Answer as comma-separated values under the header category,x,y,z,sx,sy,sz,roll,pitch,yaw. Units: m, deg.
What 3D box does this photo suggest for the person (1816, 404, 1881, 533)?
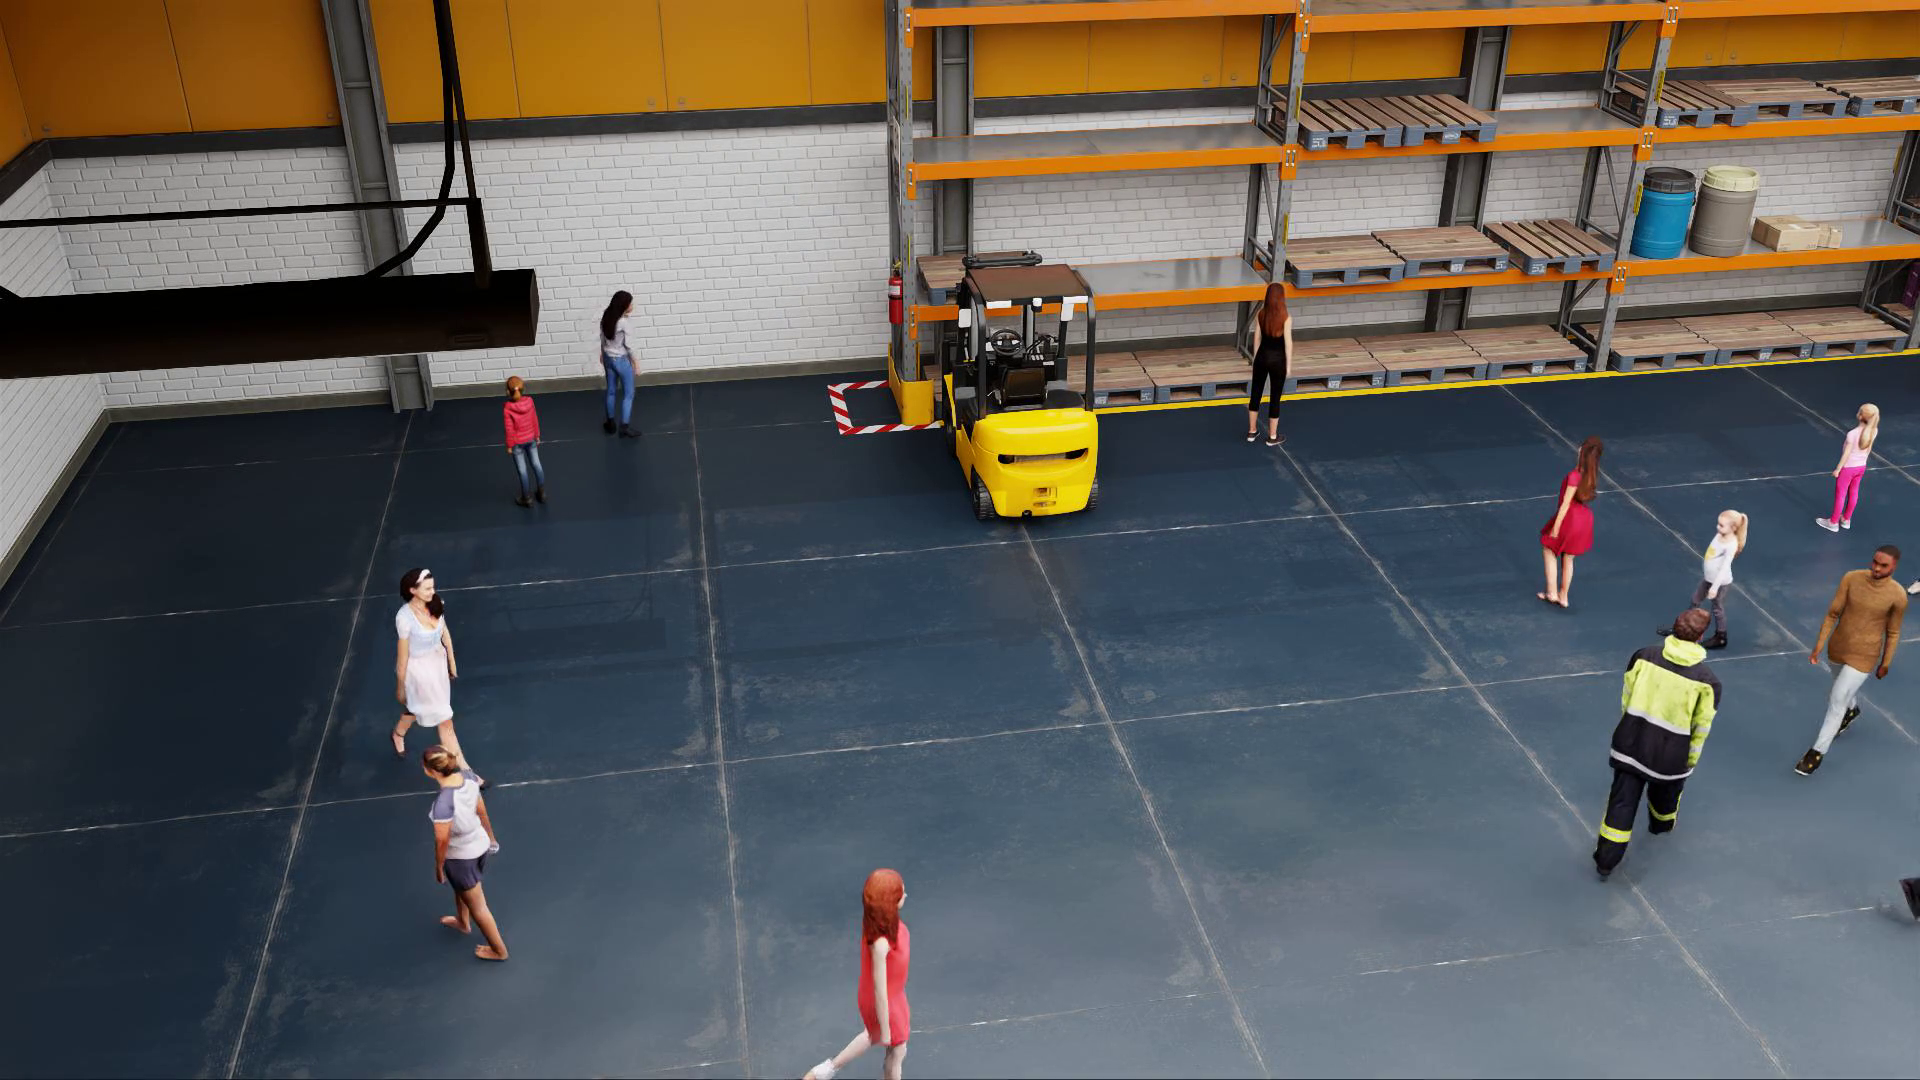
category,x,y,z,sx,sy,sz,roll,pitch,yaw
person,8.311,-0.690,15.474,0.494,1.271,0.579,-10,30,-18

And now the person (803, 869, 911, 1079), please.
category,x,y,z,sx,sy,sz,roll,pitch,yaw
person,-0.512,2.513,9.042,0.910,1.808,0.646,-2,29,-5

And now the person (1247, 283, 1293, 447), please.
category,x,y,z,sx,sy,sz,roll,pitch,yaw
person,3.174,-1.811,17.054,0.645,1.726,0.703,19,34,31

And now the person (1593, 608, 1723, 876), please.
category,x,y,z,sx,sy,sz,roll,pitch,yaw
person,4.571,1.363,11.019,1.269,1.935,1.340,19,34,31

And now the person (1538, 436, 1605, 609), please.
category,x,y,z,sx,sy,sz,roll,pitch,yaw
person,5.227,-0.132,14.179,0.766,1.531,0.671,25,37,38

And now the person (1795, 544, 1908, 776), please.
category,x,y,z,sx,sy,sz,roll,pitch,yaw
person,6.590,0.800,12.218,1.333,1.774,1.030,-21,35,-33

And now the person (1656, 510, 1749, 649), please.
category,x,y,z,sx,sy,sz,roll,pitch,yaw
person,6.246,0.335,13.607,0.827,1.259,0.620,2,29,4

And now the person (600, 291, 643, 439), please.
category,x,y,z,sx,sy,sz,roll,pitch,yaw
person,-3.597,-1.844,17.236,0.752,1.609,0.786,13,31,22

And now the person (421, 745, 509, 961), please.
category,x,y,z,sx,sy,sz,roll,pitch,yaw
person,-2.988,1.954,10.283,0.903,1.601,0.771,7,29,13

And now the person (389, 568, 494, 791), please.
category,x,y,z,sx,sy,sz,roll,pitch,yaw
person,-3.906,0.979,11.904,1.292,1.760,1.094,15,32,25

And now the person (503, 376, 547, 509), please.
category,x,y,z,sx,sy,sz,roll,pitch,yaw
person,-4.169,-0.946,15.896,0.652,1.317,0.566,25,38,38
